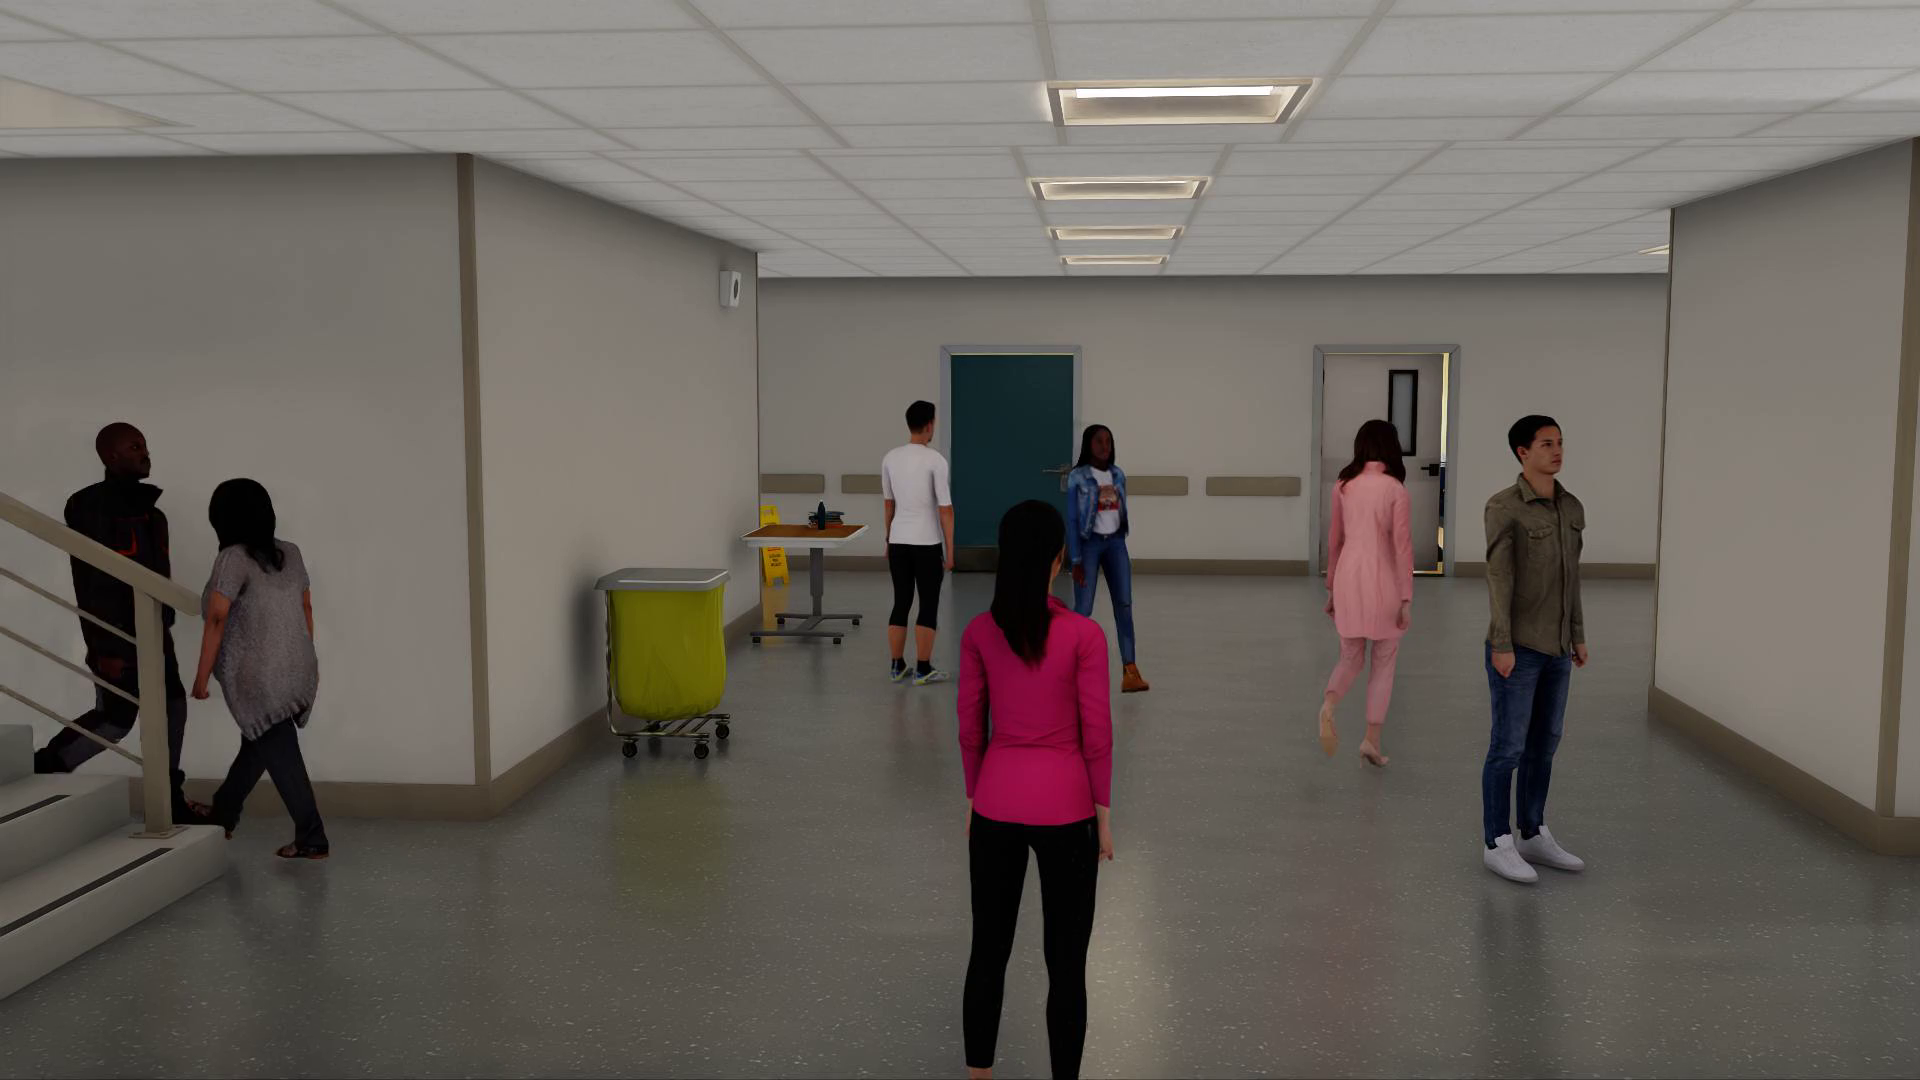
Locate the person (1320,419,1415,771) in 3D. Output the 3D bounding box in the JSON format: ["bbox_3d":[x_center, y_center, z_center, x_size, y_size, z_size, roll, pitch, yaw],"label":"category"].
[{"bbox_3d":[1.998,0.307,8.300,0.979,1.783,0.978,5,7,39],"label":"person"}]

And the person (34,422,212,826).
[{"bbox_3d":[-3.712,0.407,7.206,1.084,1.803,0.689,0,6,2],"label":"person"}]

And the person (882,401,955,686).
[{"bbox_3d":[-0.294,0.016,10.861,0.678,1.850,0.820,3,7,29],"label":"person"}]

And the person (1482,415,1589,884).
[{"bbox_3d":[2.315,0.420,6.768,0.752,1.865,0.851,-3,7,-31],"label":"person"}]

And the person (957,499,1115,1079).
[{"bbox_3d":[0.191,0.741,4.419,0.588,1.696,0.708,2,6,23],"label":"person"}]

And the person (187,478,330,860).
[{"bbox_3d":[-2.812,0.561,6.876,1.049,1.562,0.726,2,6,15],"label":"person"}]

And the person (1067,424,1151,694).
[{"bbox_3d":[0.824,0.129,10.577,1.090,1.680,1.009,-2,6,-23],"label":"person"}]
